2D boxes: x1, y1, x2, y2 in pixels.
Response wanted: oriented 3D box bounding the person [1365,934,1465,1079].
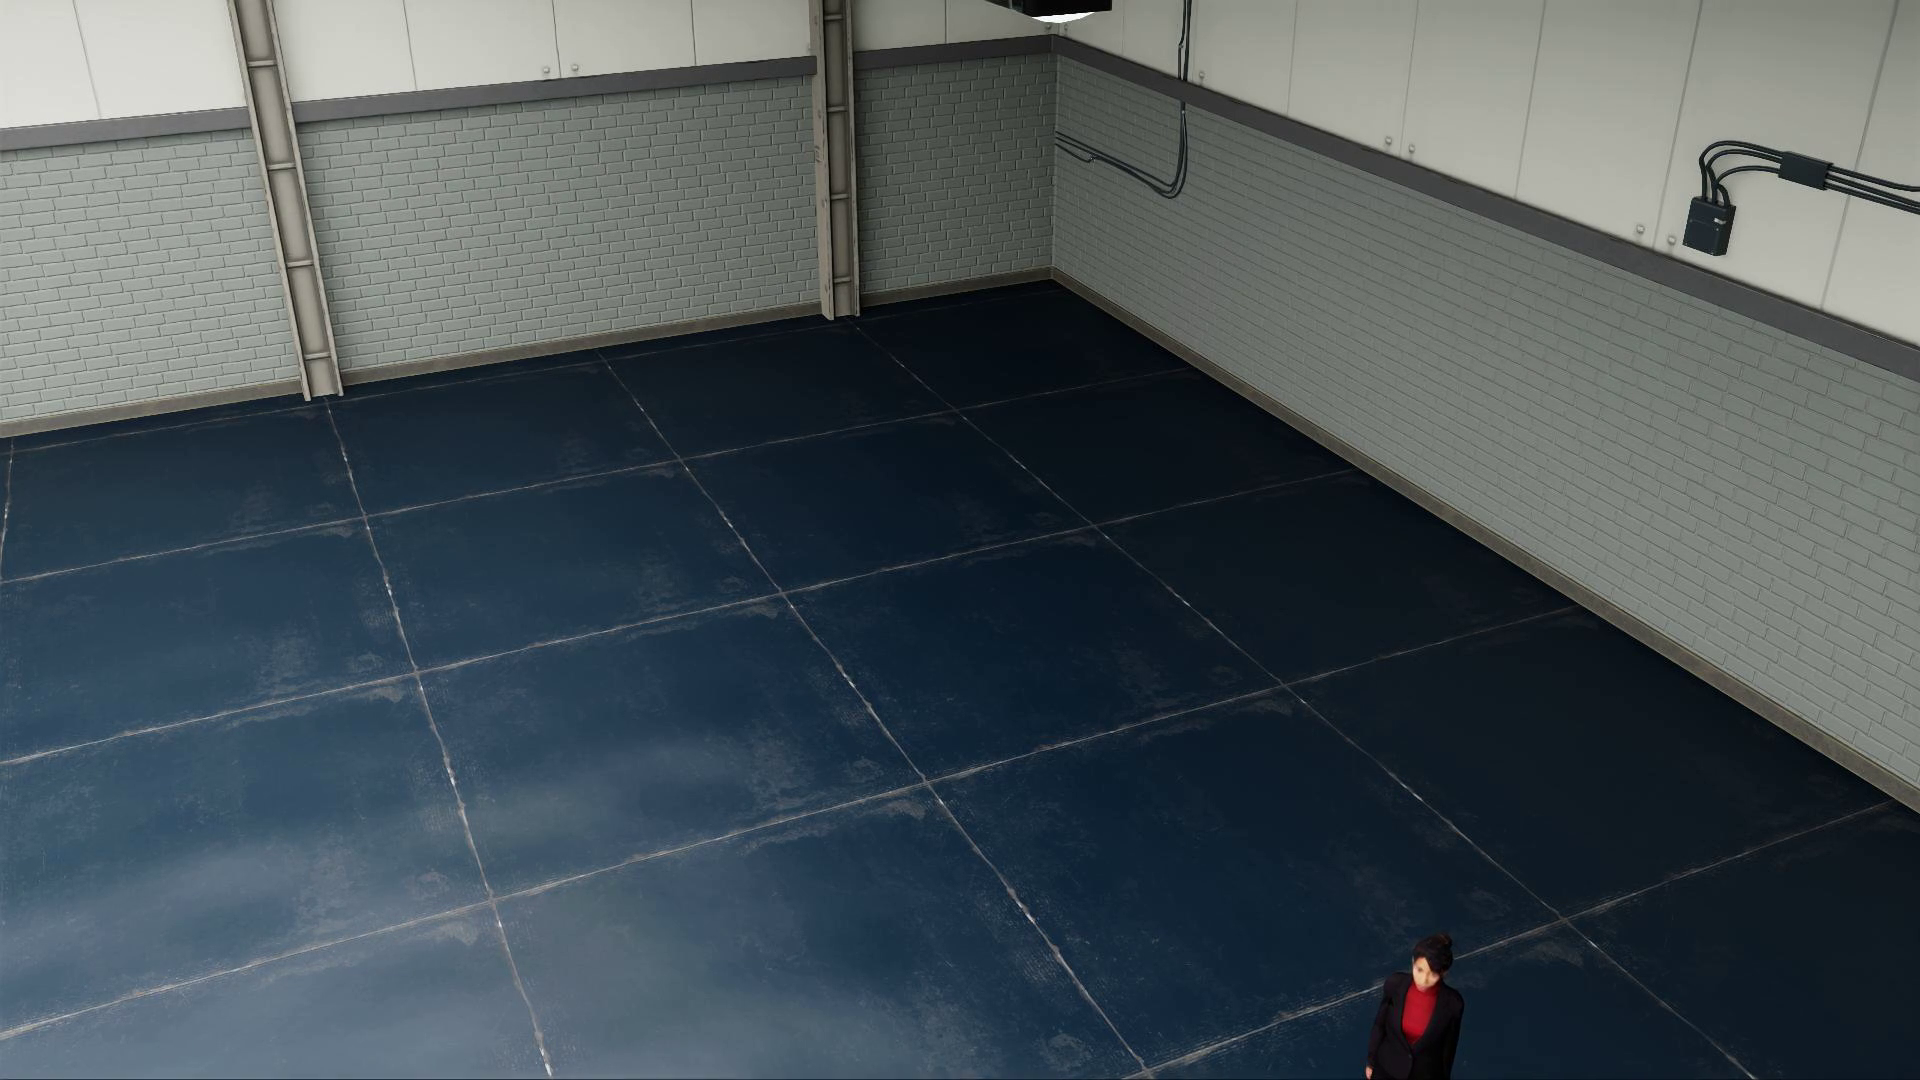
[{"bbox_3d":[2.171,2.601,8.060,0.711,1.636,0.772,13,30,23],"label":"person"}]
